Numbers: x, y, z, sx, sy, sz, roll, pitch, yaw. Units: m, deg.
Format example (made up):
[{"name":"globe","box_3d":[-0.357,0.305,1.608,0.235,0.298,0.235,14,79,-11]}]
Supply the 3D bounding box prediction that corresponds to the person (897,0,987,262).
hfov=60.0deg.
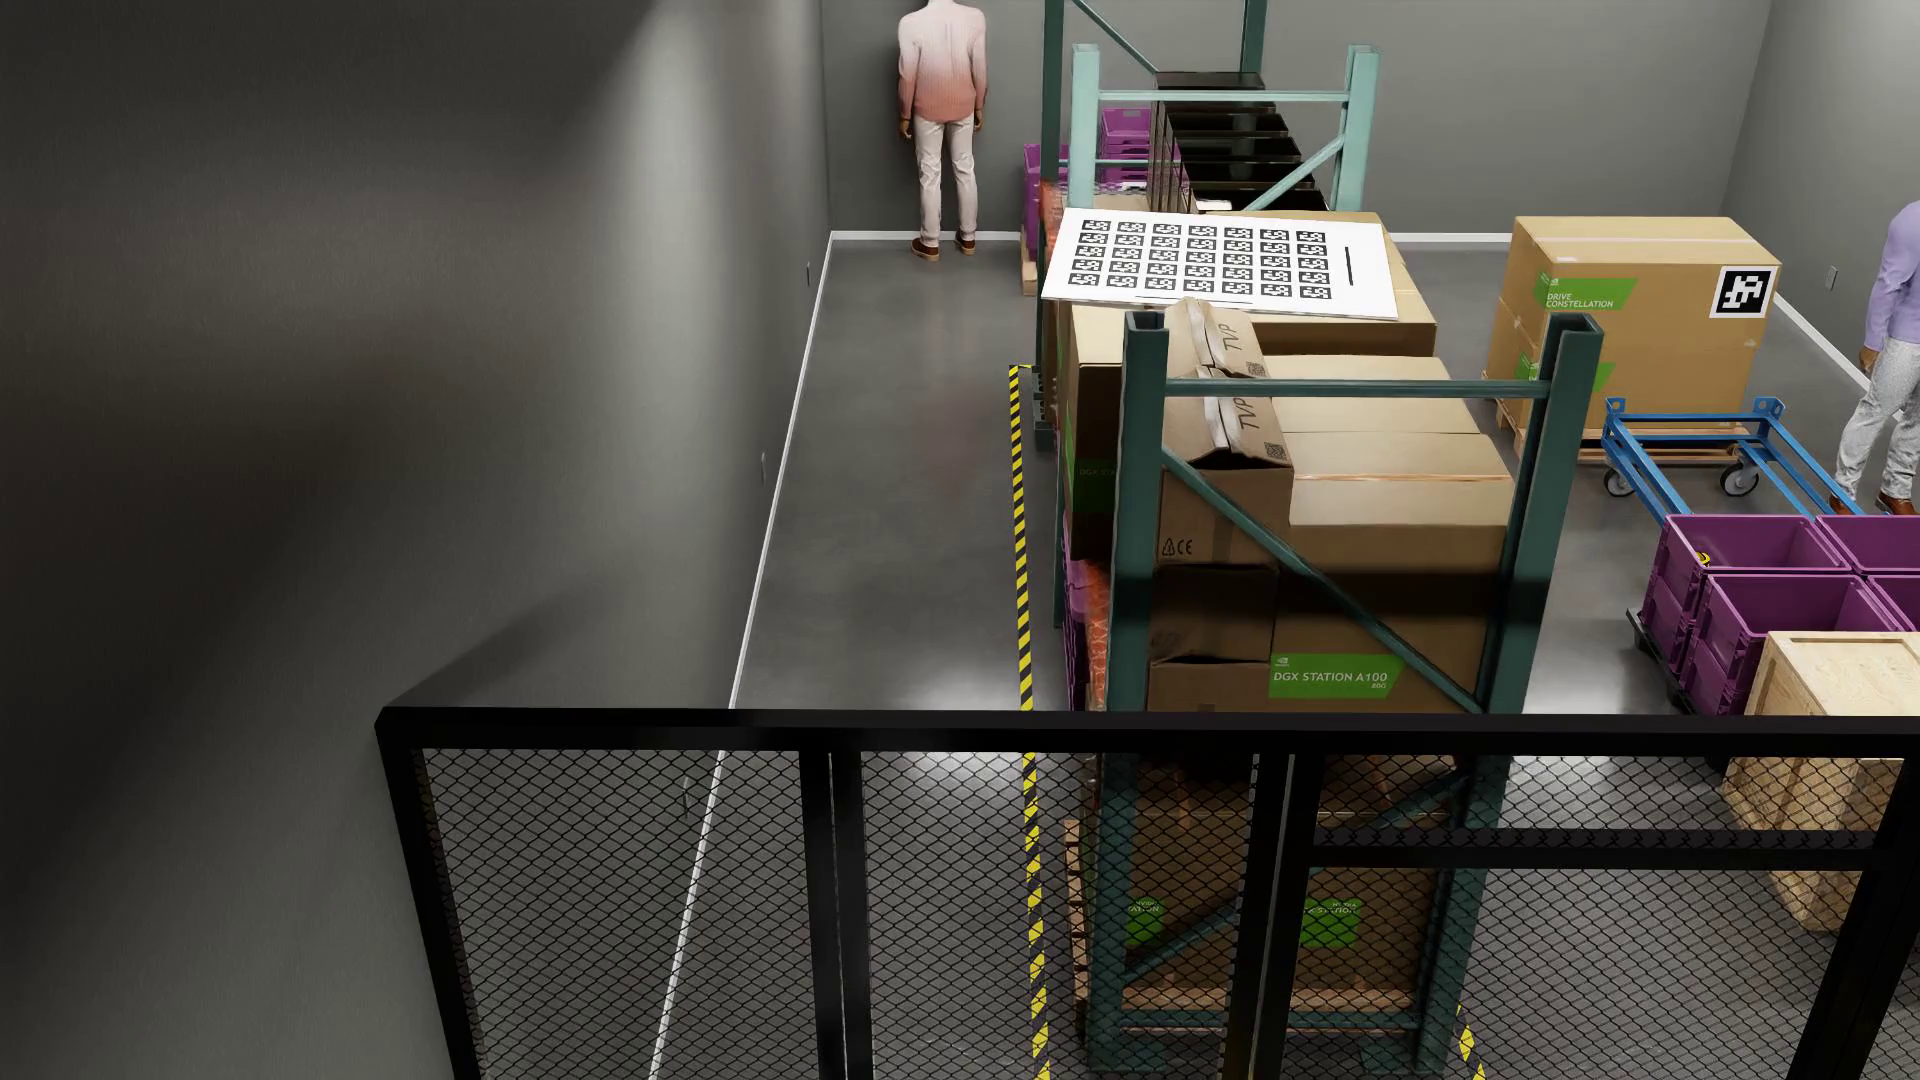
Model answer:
[{"name":"person","box_3d":[-0.125,-2.819,10.843,0.613,1.994,0.395,-11,33,-18]}]

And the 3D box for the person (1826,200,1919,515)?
[{"name":"person","box_3d":[4.530,-0.940,7.775,0.638,1.938,0.356,-1,31,-2]}]
